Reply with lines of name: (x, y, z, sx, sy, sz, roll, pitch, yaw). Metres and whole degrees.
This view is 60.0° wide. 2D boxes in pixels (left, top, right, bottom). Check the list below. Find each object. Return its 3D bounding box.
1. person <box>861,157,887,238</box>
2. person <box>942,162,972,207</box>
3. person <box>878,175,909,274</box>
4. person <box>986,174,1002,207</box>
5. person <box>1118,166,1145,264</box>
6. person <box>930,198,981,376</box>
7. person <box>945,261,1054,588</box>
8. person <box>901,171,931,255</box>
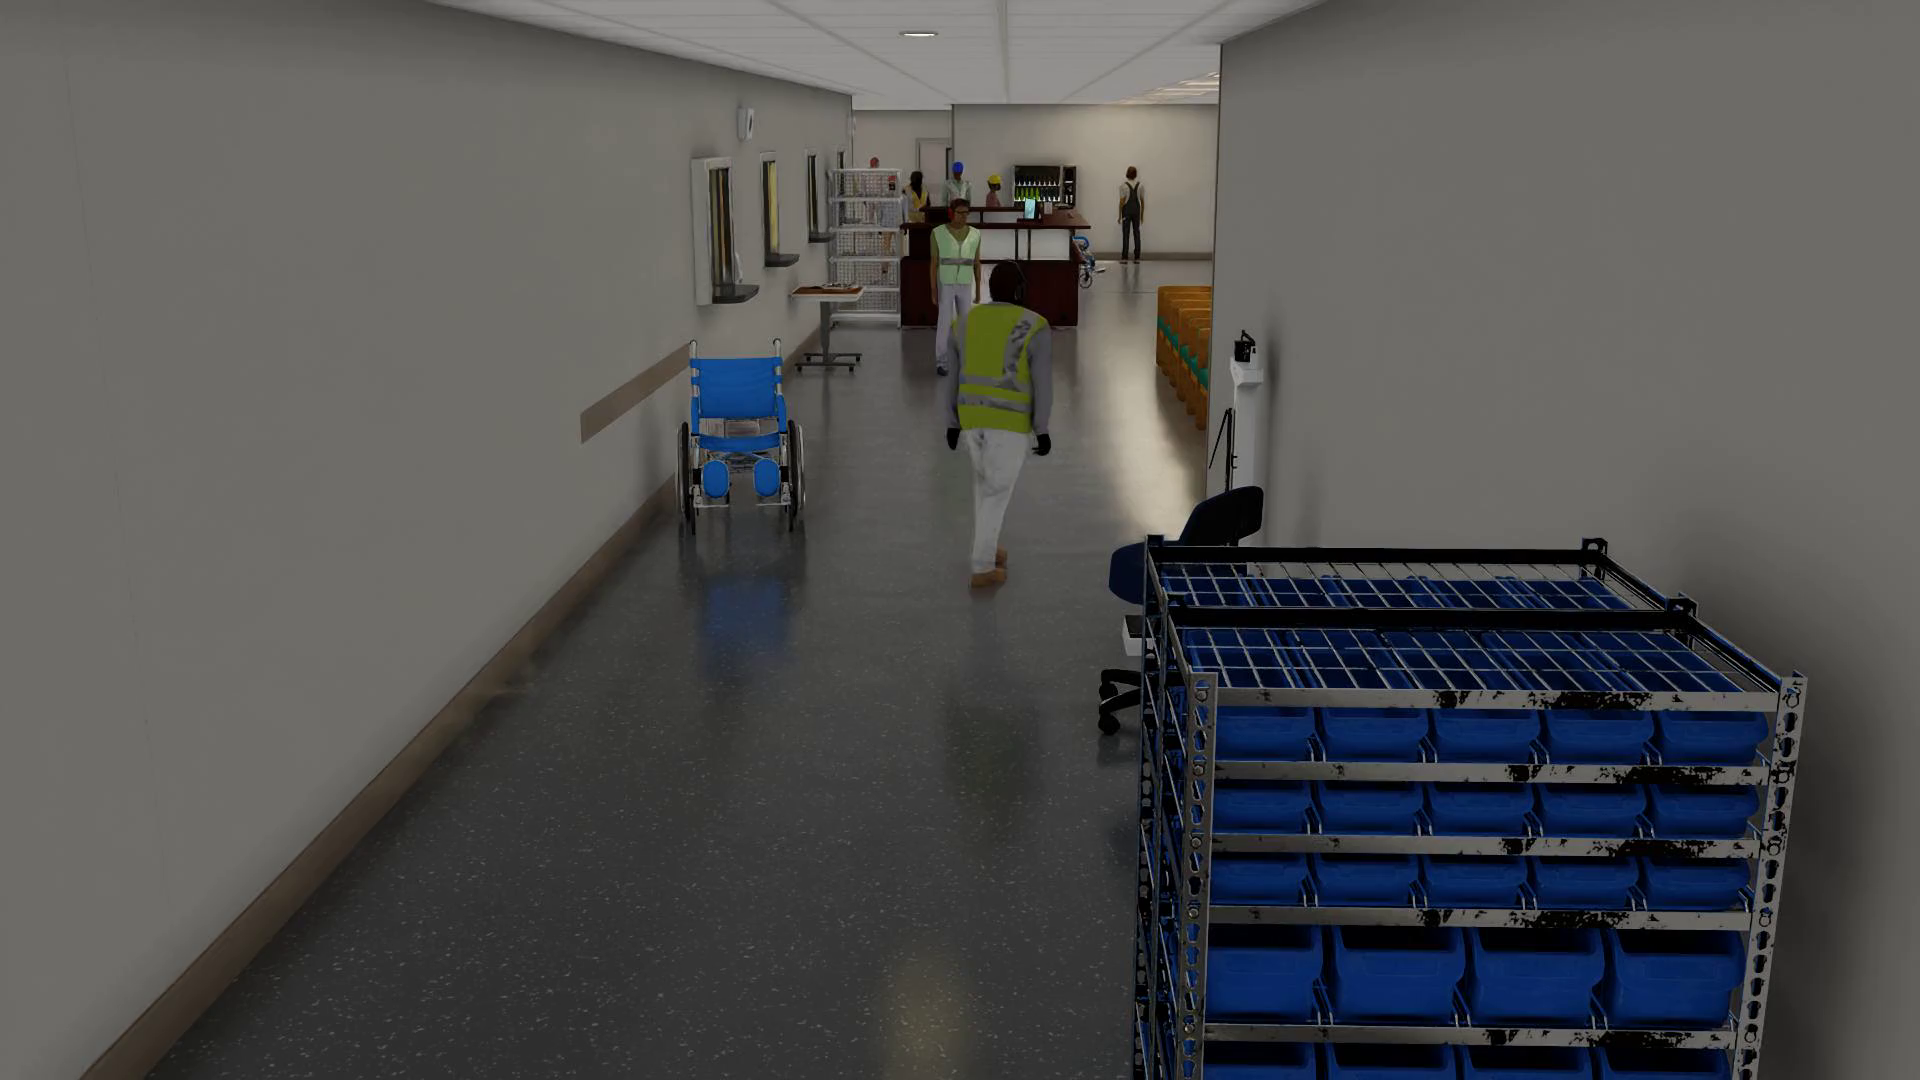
person: (-1.993, -8.045, 39.167, 0.639, 1.903, 0.409, 5, 15, 20)
person: (-0.055, -6.117, 31.252, 0.605, 1.944, 0.402, -6, 15, -21)
person: (-1.196, -5.625, 29.676, 0.563, 1.742, 0.361, 0, 14, 2)
person: (0.586, -5.510, 29.158, 0.322, 1.769, 0.523, -3, 14, -11)
person: (3.274, -6.207, 31.817, 0.512, 1.845, 0.340, -3, 14, -11)
person: (-0.054, -2.634, 17.348, 0.575, 1.834, 0.415, -6, 15, -23)
person: (0.239, -0.659, 9.414, 0.632, 1.803, 0.729, 10, 17, 36)
person: (-0.828, -5.898, 30.696, 0.638, 1.794, 0.984, -10, 17, -35)
